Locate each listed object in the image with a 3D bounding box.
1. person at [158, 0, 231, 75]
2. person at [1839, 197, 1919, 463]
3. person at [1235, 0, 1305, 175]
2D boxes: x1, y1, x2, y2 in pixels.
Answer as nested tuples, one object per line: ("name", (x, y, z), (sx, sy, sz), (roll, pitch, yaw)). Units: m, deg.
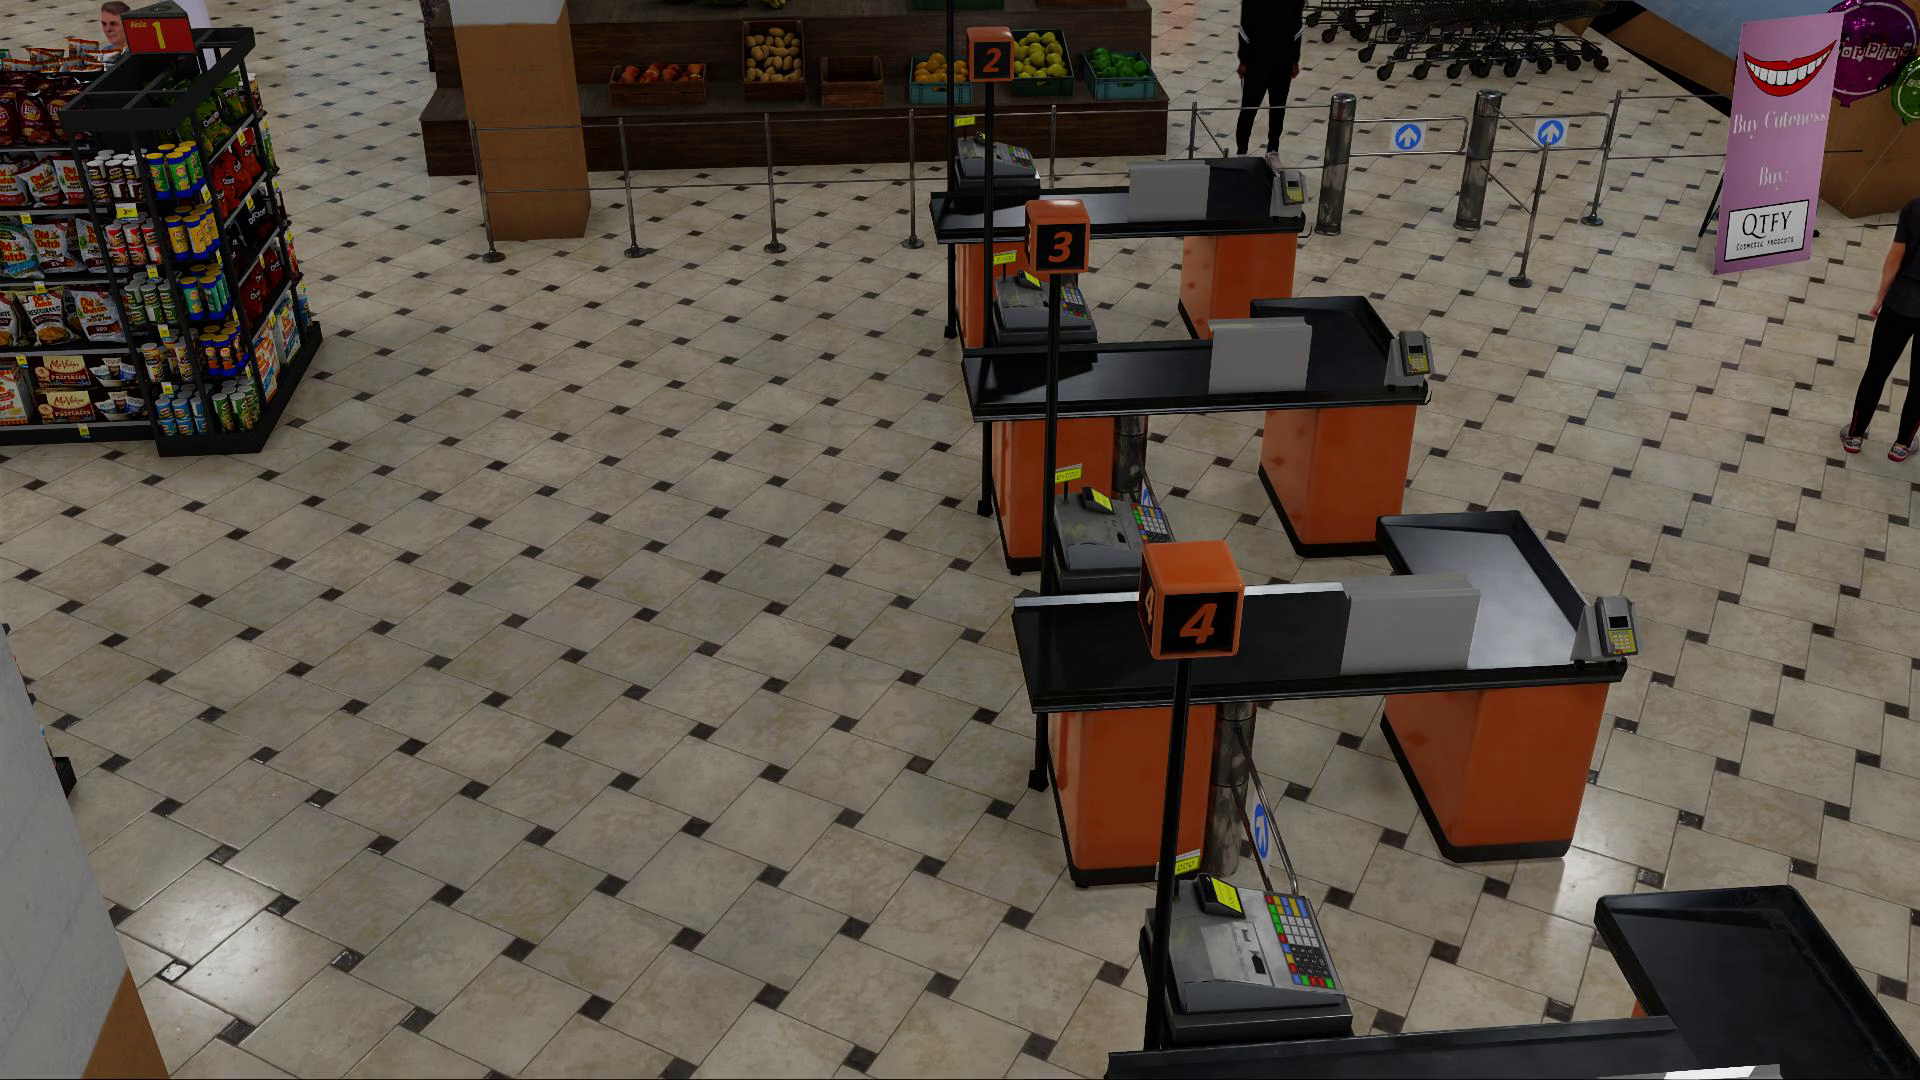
("person", (-7.168, -5.209, 15.208), (0.842, 1.927, 0.799), (-27, 41, -36))
("person", (5.210, -1.265, 9.023), (0.682, 1.764, 0.778), (17, 36, 25))
("person", (2.428, -3.822, 13.072), (0.475, 1.828, 0.718), (-2, 32, -3))
